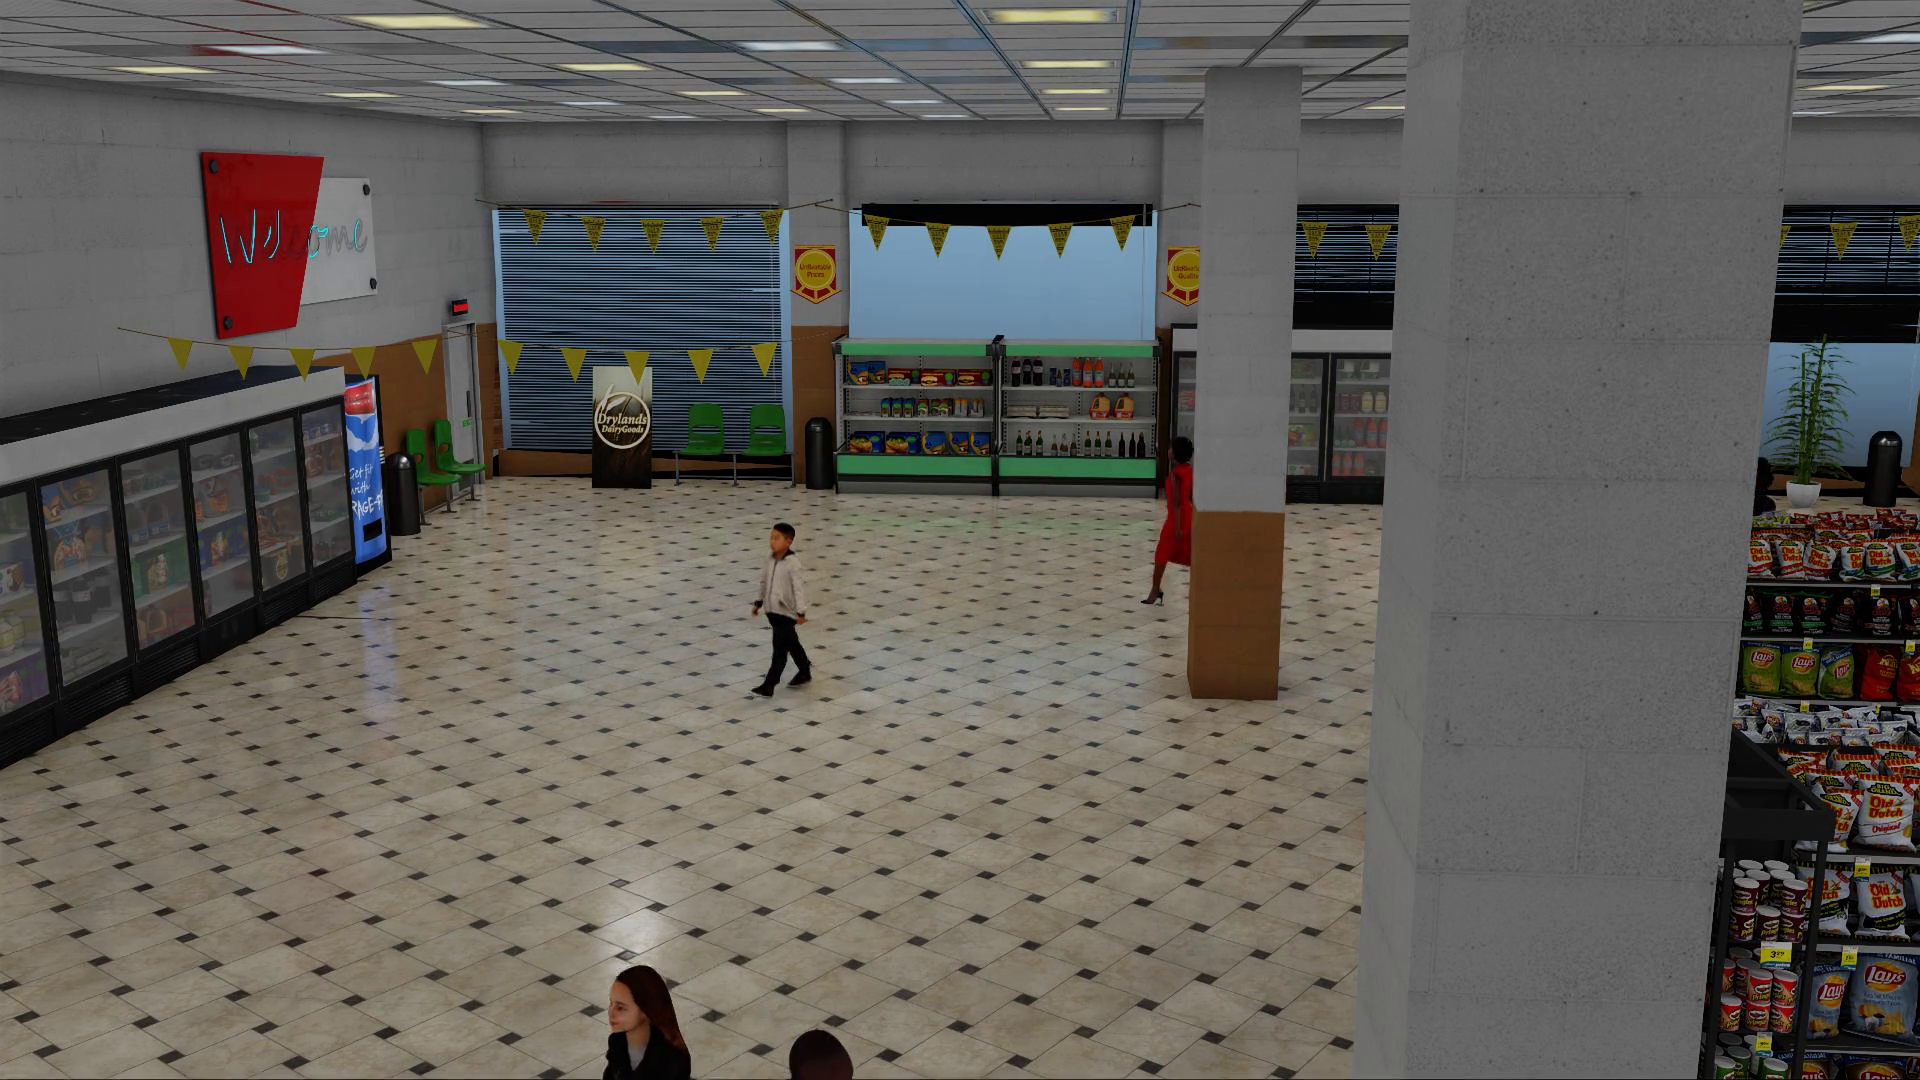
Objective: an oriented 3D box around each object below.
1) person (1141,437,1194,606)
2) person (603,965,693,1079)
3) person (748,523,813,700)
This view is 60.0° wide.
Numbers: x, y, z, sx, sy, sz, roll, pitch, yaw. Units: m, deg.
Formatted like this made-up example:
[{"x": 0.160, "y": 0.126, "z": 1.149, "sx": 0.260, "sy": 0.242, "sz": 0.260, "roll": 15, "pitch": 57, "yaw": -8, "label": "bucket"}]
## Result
[{"x": 2.242, "y": -0.120, "z": 16.228, "sx": 1.171, "sy": 1.699, "sz": 0.871, "roll": 6, "pitch": 14, "yaw": 28, "label": "person"}, {"x": -1.030, "y": 2.185, "z": 5.917, "sx": 0.998, "sy": 1.437, "sz": 0.967, "roll": -11, "pitch": 16, "yaw": -43, "label": "person"}, {"x": -1.396, "y": 0.571, "z": 13.621, "sx": 1.012, "sy": 1.422, "sz": 0.970, "roll": -11, "pitch": 16, "yaw": -41, "label": "person"}]
